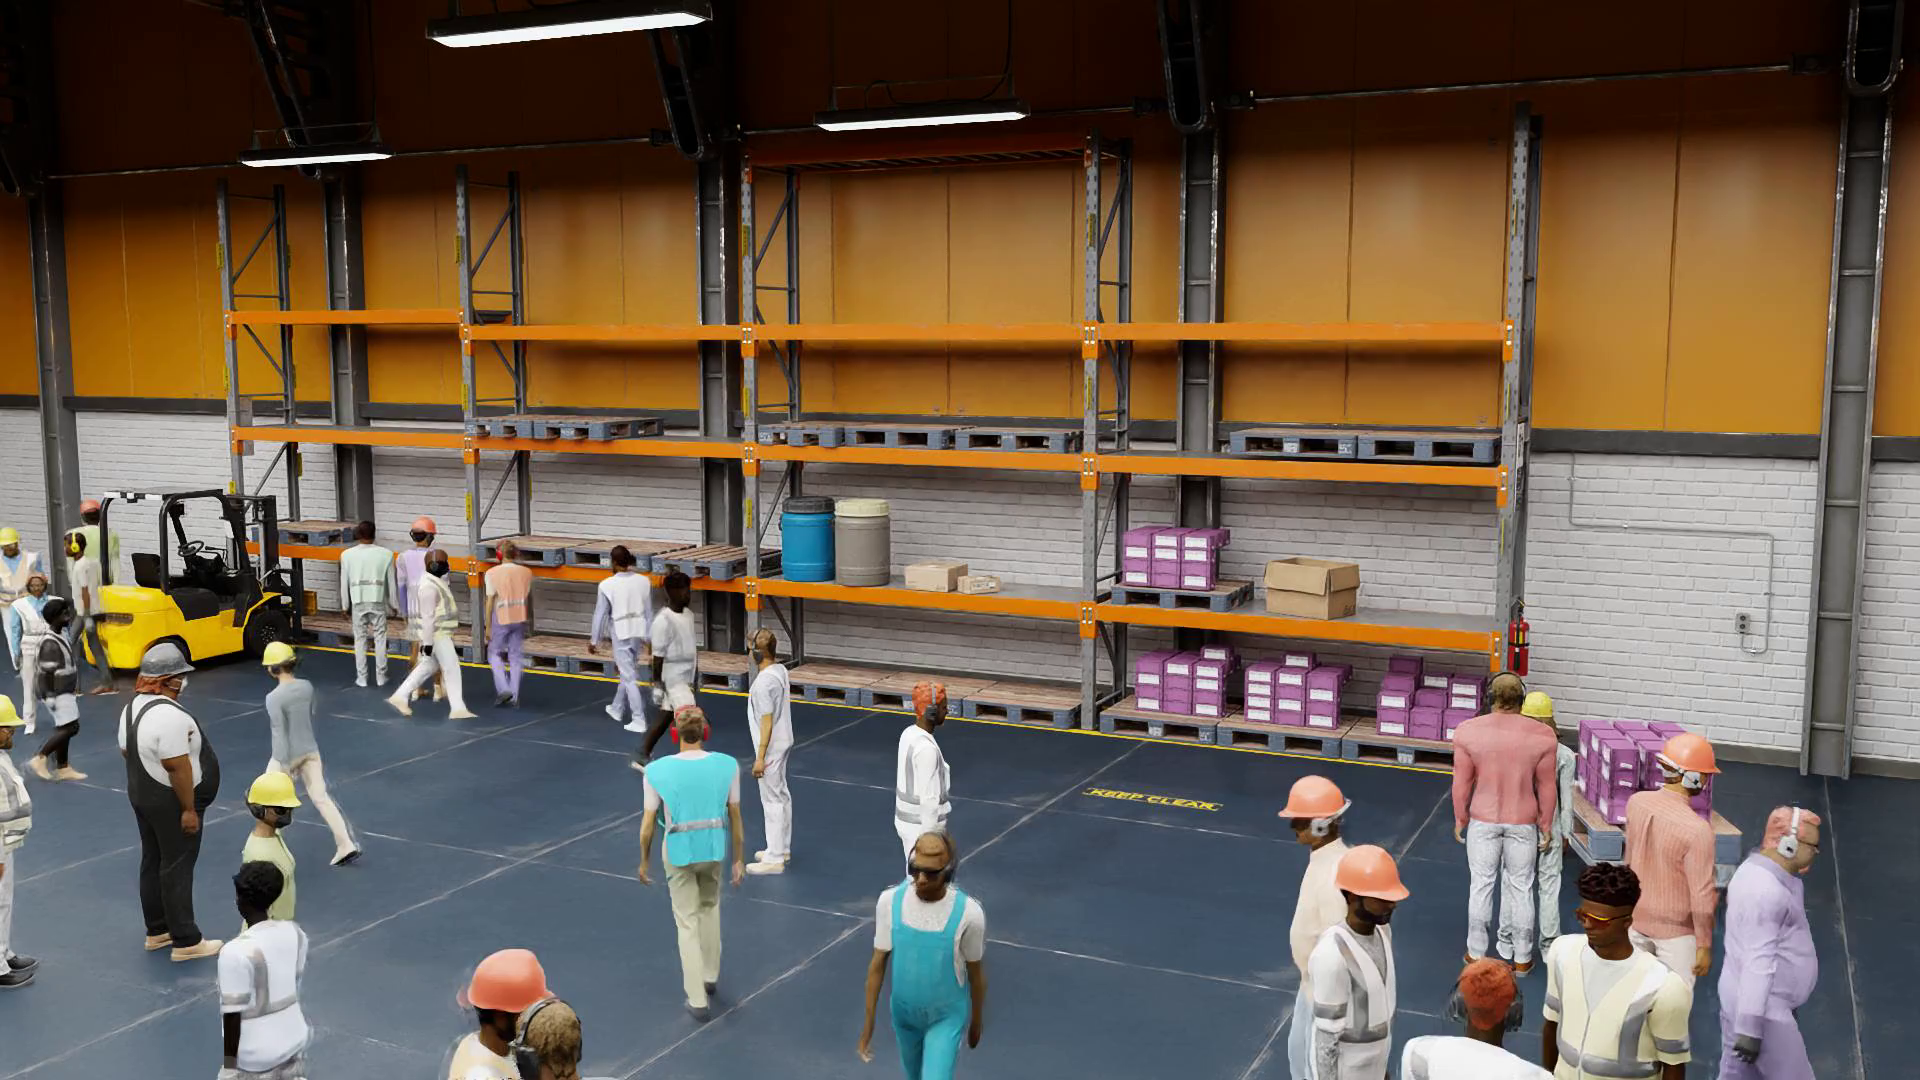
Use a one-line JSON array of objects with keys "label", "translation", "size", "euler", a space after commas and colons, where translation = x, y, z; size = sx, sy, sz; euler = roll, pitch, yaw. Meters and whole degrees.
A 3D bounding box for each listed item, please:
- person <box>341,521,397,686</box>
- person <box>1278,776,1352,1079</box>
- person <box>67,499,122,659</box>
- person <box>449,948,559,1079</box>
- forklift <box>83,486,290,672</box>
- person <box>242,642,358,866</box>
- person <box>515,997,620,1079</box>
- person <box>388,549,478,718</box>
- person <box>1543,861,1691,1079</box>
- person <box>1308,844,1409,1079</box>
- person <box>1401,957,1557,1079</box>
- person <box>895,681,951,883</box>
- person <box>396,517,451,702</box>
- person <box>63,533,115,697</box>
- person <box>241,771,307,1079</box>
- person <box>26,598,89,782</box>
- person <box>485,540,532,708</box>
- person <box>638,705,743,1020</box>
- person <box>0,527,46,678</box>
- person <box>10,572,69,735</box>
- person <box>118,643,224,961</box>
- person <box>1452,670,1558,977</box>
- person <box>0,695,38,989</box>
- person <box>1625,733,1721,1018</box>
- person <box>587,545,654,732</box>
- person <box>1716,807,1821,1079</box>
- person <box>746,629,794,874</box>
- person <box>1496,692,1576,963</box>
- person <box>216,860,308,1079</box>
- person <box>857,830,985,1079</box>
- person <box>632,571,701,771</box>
[{"label": "person", "translation": [-6.784, 0.729, 19.126], "size": [0.605, 1.898, 0.442], "euler": [-2, 7, -17]}, {"label": "person", "translation": [1.808, 2.067, 7.788], "size": [0.752, 1.964, 0.636], "euler": [1, 7, 9]}, {"label": "person", "translation": [-10.668, 0.504, 20.495], "size": [0.621, 2.019, 0.615], "euler": [-1, 7, -12]}, {"label": "person", "translation": [-1.678, 2.341, 5.753], "size": [0.785, 1.906, 0.547], "euler": [-2, 7, -15]}, {"label": "forklift", "translation": [-9.426, 0.454, 20.179], "size": [1.214, 2.155, 2.313], "euler": [3, 8, 26]}, {"label": "person", "translation": [-4.999, 1.616, 12.574], "size": [0.963, 1.707, 0.498], "euler": [3, 8, 25]}, {"label": "person", "translation": [-1.259, 2.393, 5.264], "size": [0.371, 1.930, 0.636], "euler": [4, 8, 30]}, {"label": "person", "translation": [-5.562, 0.992, 17.427], "size": [0.894, 1.828, 0.635], "euler": [-2, 7, -13]}, {"label": "person", "translation": [2.539, 2.217, 6.543], "size": [0.367, 1.964, 0.609], "euler": [-5, 8, -35]}, {"label": "person", "translation": [1.642, 2.194, 6.853], "size": [0.379, 1.938, 0.547], "euler": [5, 9, 37]}, {"label": "person", "translation": [1.758, 2.377, 5.769], "size": [0.581, 1.848, 0.940], "euler": [7, 10, 43]}, {"label": "person", "translation": [-0.221, 1.805, 10.319], "size": [0.360, 1.880, 0.575], "euler": [-1, 7, -11]}, {"label": "person", "translation": [-5.861, 0.760, 18.275], "size": [0.608, 2.043, 0.374], "euler": [1, 7, 11]}, {"label": "person", "translation": [-9.833, 0.837, 18.473], "size": [0.794, 1.839, 0.510], "euler": [-2, 7, -17]}, {"label": "person", "translation": [-3.550, 2.066, 8.622], "size": [0.321, 1.765, 0.533], "euler": [-2, 7, -18]}, {"label": "person", "translation": [-8.046, 1.352, 14.828], "size": [0.398, 1.684, 0.545], "euler": [-3, 7, -21]}, {"label": "person", "translation": [-4.872, 0.909, 17.955], "size": [0.592, 1.818, 0.455], "euler": [-6, 9, -43]}, {"label": "person", "translation": [-1.617, 1.881, 9.905], "size": [0.577, 1.818, 0.726], "euler": [-3, 8, -26]}, {"label": "person", "translation": [-11.022, 0.737, 19.441], "size": [0.605, 1.803, 0.497], "euler": [-4, 8, -27]}, {"label": "person", "translation": [-9.292, 1.139, 16.820], "size": [0.518, 1.636, 0.315], "euler": [-5, 9, -37]}, {"label": "person", "translation": [-5.077, 1.669, 10.767], "size": [0.672, 2.000, 0.536], "euler": [6, 9, 40]}, {"label": "person", "translation": [3.392, 1.764, 10.402], "size": [0.632, 1.940, 0.372], "euler": [2, 7, 14]}, {"label": "person", "translation": [-5.918, 1.847, 10.218], "size": [0.403, 1.819, 0.601], "euler": [-4, 8, -28]}, {"label": "person", "translation": [3.663, 1.966, 8.571], "size": [0.410, 1.982, 0.626], "euler": [-2, 7, -16]}, {"label": "person", "translation": [-3.502, 0.991, 17.020], "size": [0.965, 1.871, 0.617], "euler": [7, 10, 44]}, {"label": "person", "translation": [3.753, 2.141, 7.544], "size": [0.792, 1.870, 0.661], "euler": [3, 7, 22]}, {"label": "person", "translation": [-1.427, 1.570, 12.409], "size": [0.347, 1.841, 0.505], "euler": [1, 7, 10]}, {"label": "person", "translation": [3.672, 1.833, 10.666], "size": [0.484, 1.737, 0.322], "euler": [2, 7, 17]}, {"label": "person", "translation": [-3.102, 2.263, 7.375], "size": [0.351, 1.663, 0.593], "euler": [1, 7, 10]}, {"label": "person", "translation": [-0.120, 2.173, 7.640], "size": [0.511, 1.807, 0.965], "euler": [3, 7, 20]}, {"label": "person", "translation": [-2.568, 1.222, 14.975], "size": [0.983, 1.922, 0.617], "euler": [2, 7, 15]}]
